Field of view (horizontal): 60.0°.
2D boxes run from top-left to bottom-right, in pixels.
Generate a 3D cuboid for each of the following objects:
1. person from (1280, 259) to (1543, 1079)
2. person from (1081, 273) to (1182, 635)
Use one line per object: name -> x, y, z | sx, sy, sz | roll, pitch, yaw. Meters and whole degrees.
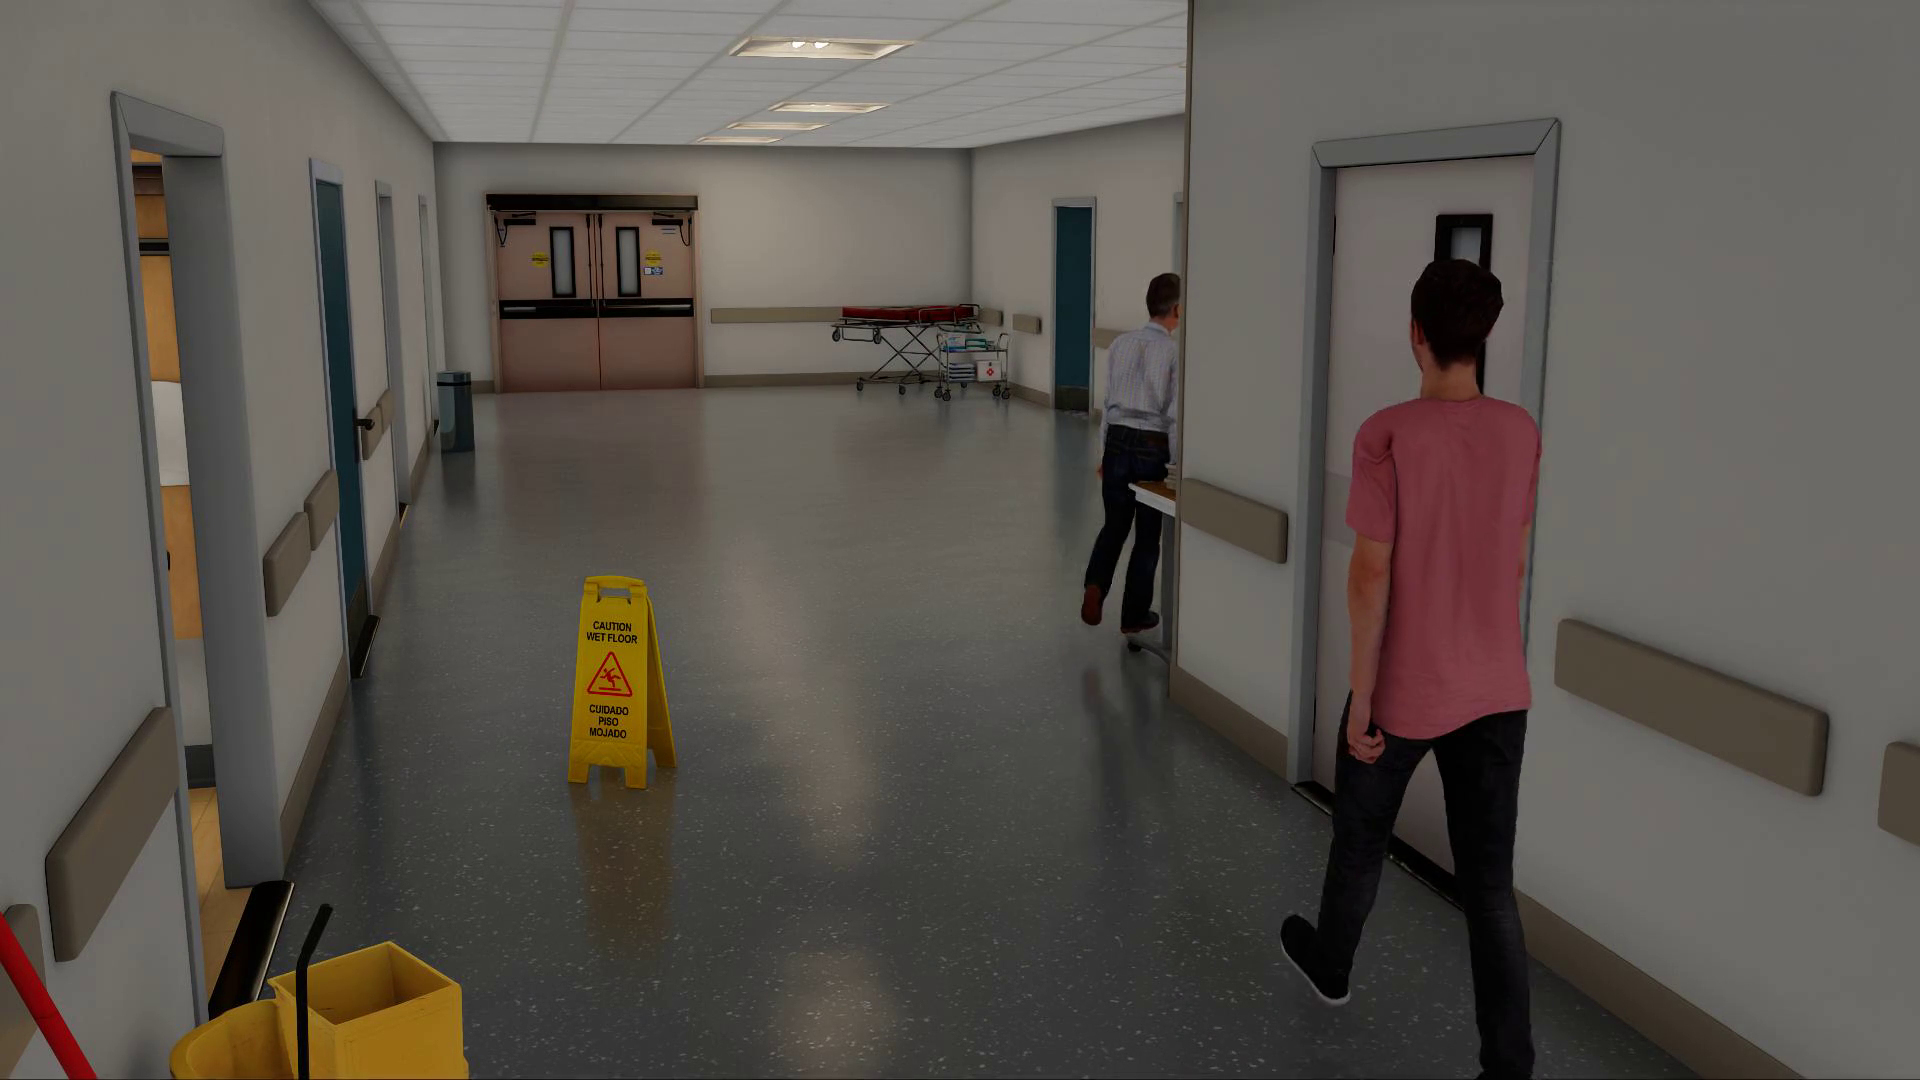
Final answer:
person -> 1.108, 0.393, 3.694 | 0.678, 1.902, 1.222 | -2, 11, -12
person -> 0.842, -0.378, 8.063 | 1.012, 1.790, 1.067 | 6, 12, 28
